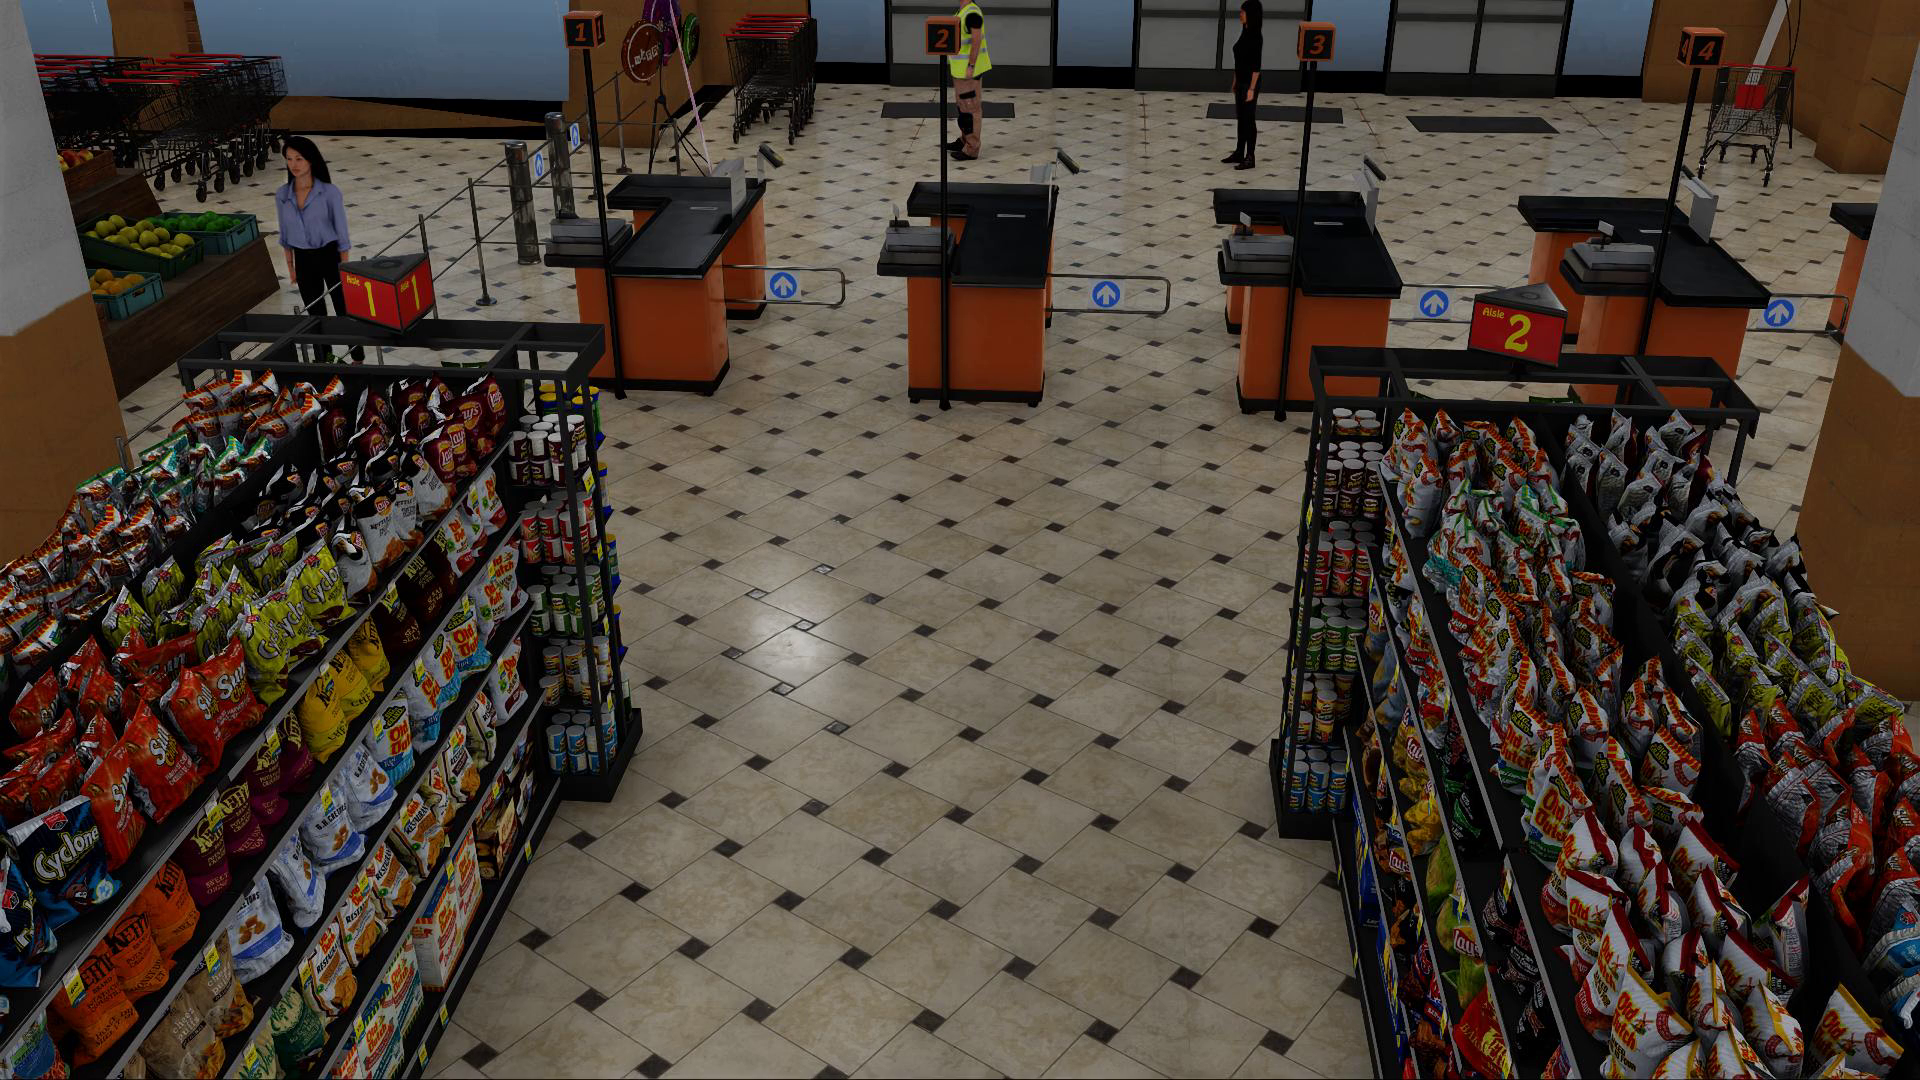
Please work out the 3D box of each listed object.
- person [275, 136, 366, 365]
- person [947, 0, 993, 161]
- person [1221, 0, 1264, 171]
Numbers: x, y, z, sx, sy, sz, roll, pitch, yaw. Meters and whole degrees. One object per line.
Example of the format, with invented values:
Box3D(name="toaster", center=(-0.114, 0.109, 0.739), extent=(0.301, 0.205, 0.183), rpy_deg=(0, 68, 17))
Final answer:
Box3D(name="person", center=(-4.278, -1.839, 11.173), extent=(0.642, 1.744, 0.563), rpy_deg=(0, 27, 1))
Box3D(name="person", center=(0.062, -4.837, 16.972), extent=(0.832, 1.846, 0.736), rpy_deg=(-4, 27, -8))
Box3D(name="person", center=(2.888, -4.571, 16.673), extent=(0.706, 1.642, 0.562), rpy_deg=(-8, 28, -15))
